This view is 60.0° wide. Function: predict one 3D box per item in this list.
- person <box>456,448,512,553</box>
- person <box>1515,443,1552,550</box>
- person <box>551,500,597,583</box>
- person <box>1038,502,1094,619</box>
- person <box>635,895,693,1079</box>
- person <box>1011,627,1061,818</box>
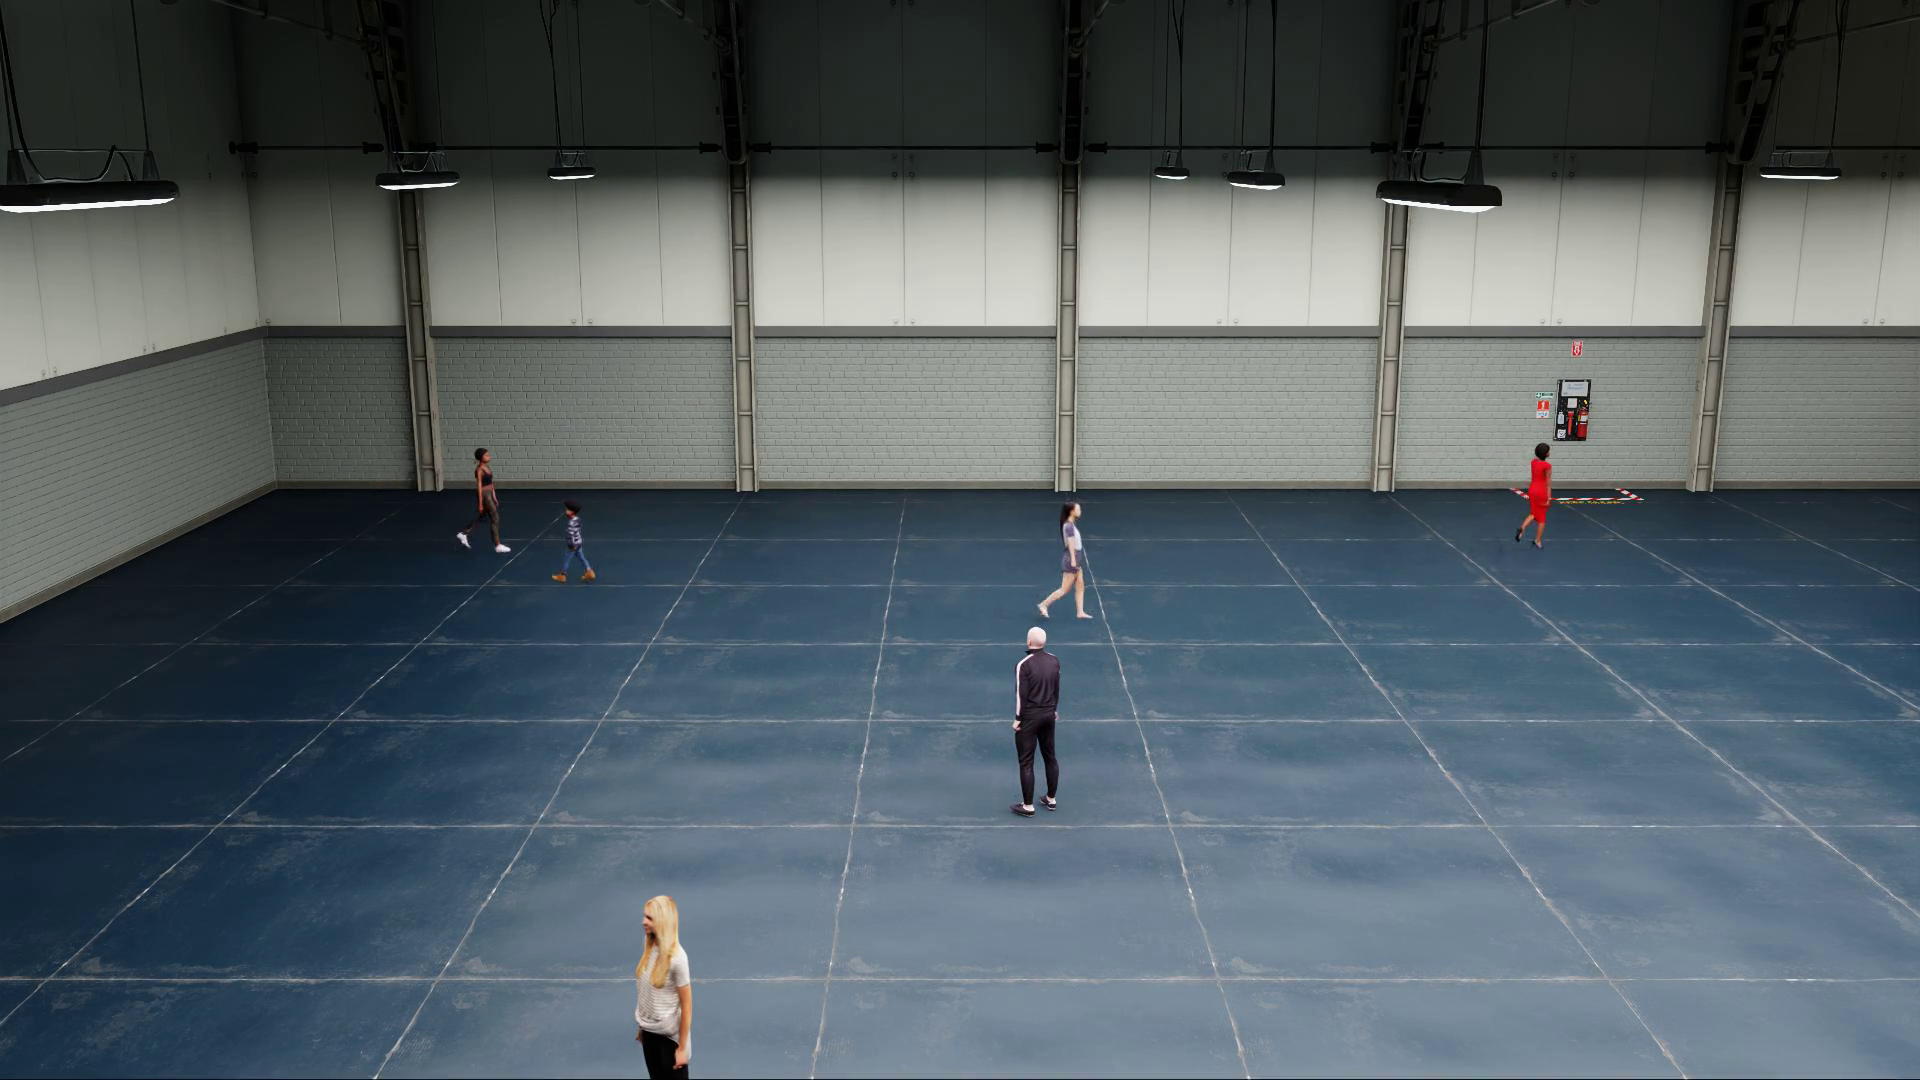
[{"bbox_3d":[-7.597,-0.623,26.330,1.100,1.676,0.603,1,13,3],"label":"person"},{"bbox_3d":[9.137,-0.679,26.451,0.898,1.729,0.774,-6,14,-25],"label":"person"},{"bbox_3d":[-5.641,0.027,24.523,0.851,1.225,0.516,1,13,2],"label":"person"},{"bbox_3d":[1.410,0.306,22.429,1.009,1.624,0.700,2,13,8],"label":"person"},{"bbox_3d":[-1.800,3.032,10.212,0.679,1.826,0.741,12,18,43],"label":"person"},{"bbox_3d":[0.736,1.719,15.857,0.728,1.837,0.828,-9,16,-35],"label":"person"}]
